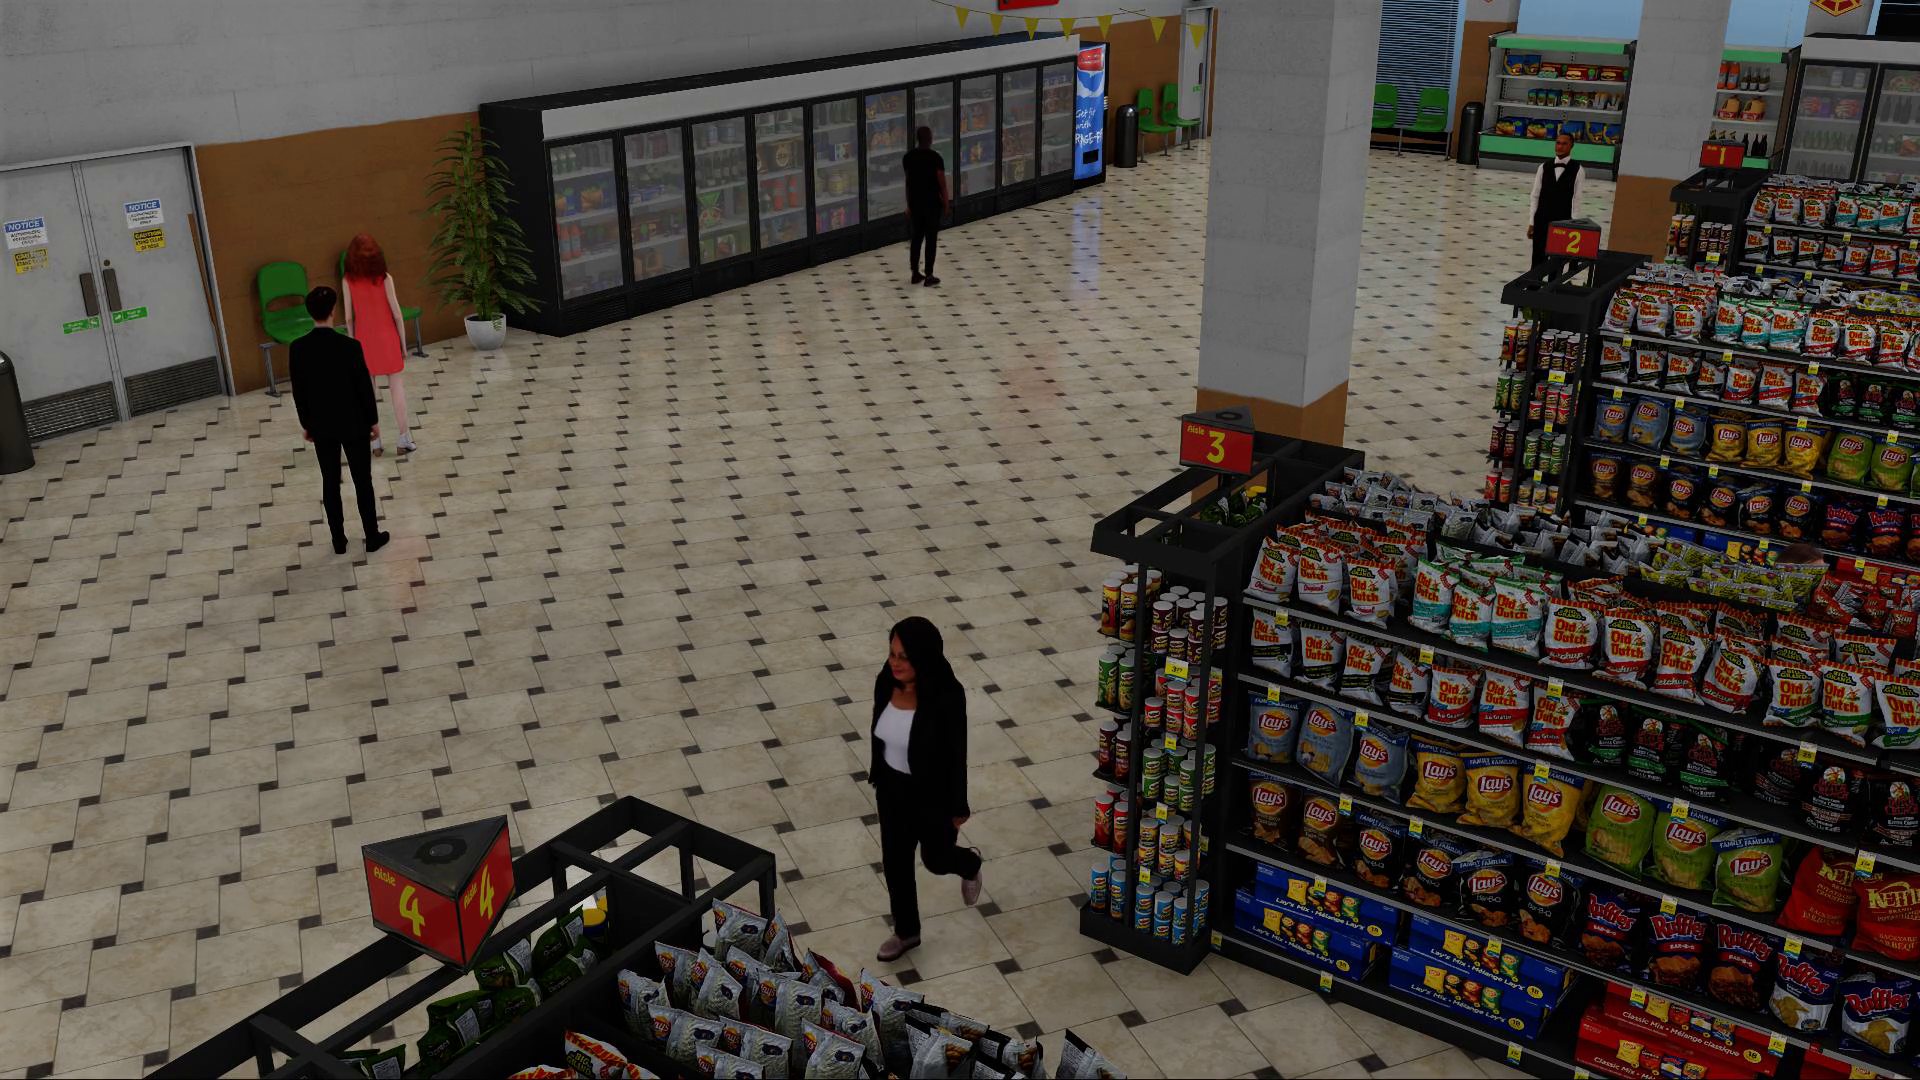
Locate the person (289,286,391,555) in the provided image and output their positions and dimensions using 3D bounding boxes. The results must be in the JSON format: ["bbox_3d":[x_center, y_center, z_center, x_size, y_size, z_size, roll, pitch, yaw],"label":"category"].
[{"bbox_3d":[-4.305,-0.820,11.516,0.774,1.894,0.845,-3,22,-7],"label":"person"}]

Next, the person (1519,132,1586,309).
[{"bbox_3d":[6.433,-3.446,18.019,0.512,1.919,0.742,14,26,30],"label":"person"}]

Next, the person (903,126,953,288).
[{"bbox_3d":[-0.409,-3.823,19.095,0.568,1.816,0.742,13,25,28],"label":"person"}]

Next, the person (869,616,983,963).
[{"bbox_3d":[-0.125,1.056,7.243,0.844,1.600,0.730,13,25,29],"label":"person"}]

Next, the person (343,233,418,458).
[{"bbox_3d":[-4.723,-1.574,13.482,0.640,1.828,0.721,-2,22,-4],"label":"person"}]
